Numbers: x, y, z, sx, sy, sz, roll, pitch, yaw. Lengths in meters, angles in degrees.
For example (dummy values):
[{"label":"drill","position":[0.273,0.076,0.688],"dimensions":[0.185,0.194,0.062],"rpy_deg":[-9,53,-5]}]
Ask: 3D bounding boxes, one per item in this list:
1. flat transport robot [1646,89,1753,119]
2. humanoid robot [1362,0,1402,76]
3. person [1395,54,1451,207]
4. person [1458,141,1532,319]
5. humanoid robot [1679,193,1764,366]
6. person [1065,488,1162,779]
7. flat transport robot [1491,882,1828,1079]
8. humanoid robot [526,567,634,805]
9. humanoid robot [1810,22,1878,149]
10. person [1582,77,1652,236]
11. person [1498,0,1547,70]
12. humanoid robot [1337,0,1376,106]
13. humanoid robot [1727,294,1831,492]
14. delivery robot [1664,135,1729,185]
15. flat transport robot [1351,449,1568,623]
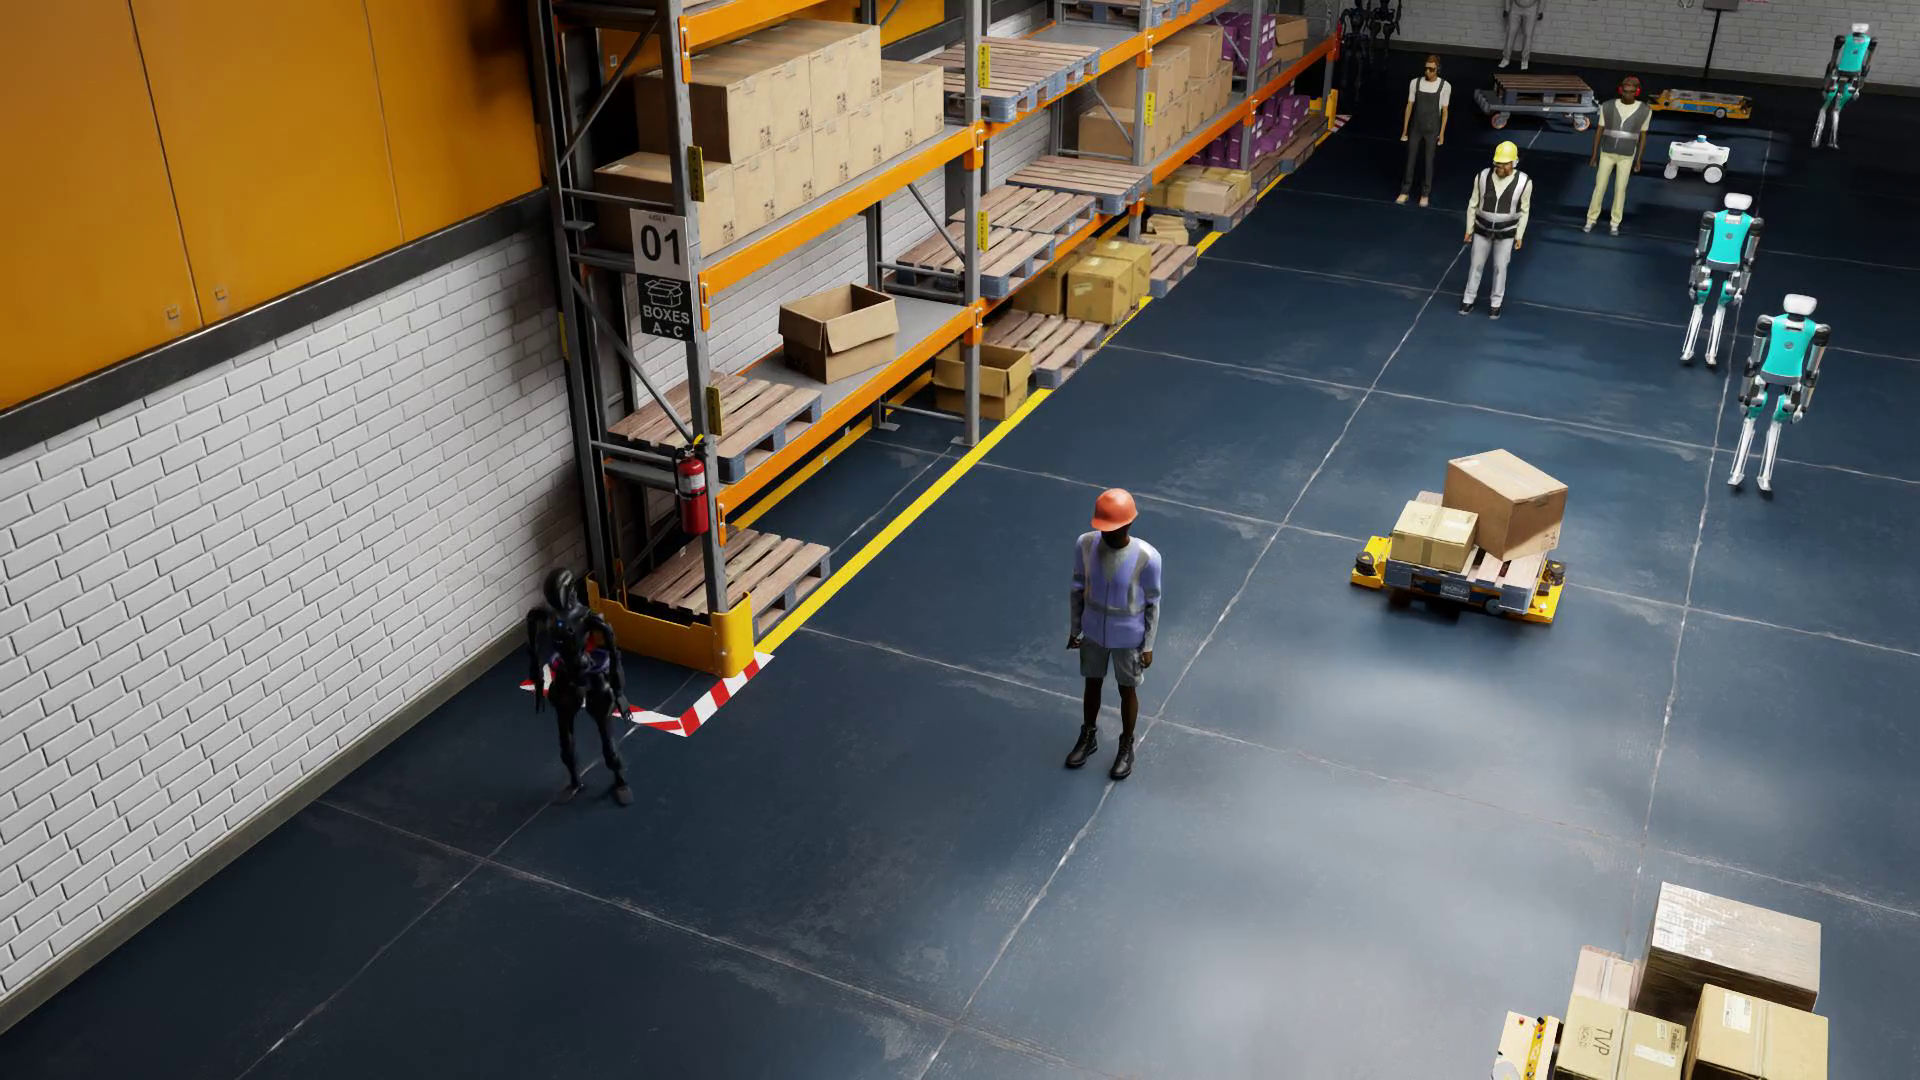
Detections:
[{"label":"flat transport robot","position":[11.016,-6.498,24.777],"dimensions":[1.431,0.231,0.659],"rpy_deg":[13,31,22]},{"label":"humanoid robot","position":[6.774,-8.298,26.619],"dimensions":[0.599,1.655,0.315],"rpy_deg":[13,31,22]},{"label":"person","position":[5.682,-5.014,20.366],"dimensions":[0.514,1.843,0.325],"rpy_deg":[13,31,22]},{"label":"person","position":[5.443,-3.152,16.925],"dimensions":[0.599,1.829,0.404],"rpy_deg":[13,31,22]},{"label":"humanoid robot","position":[7.165,-2.499,15.678],"dimensions":[0.533,1.674,0.735],"rpy_deg":[13,31,22]},{"label":"person","position":[0.900,0.562,9.931],"dimensions":[0.550,1.934,0.372],"rpy_deg":[13,31,22]},{"label":"flat transport robot","position":[3.262,2.645,7.824],"dimensions":[1.431,0.231,0.659],"rpy_deg":[13,31,22]},{"label":"humanoid robot","position":[-2.201,0.850,9.670],"dimensions":[0.613,1.635,0.389],"rpy_deg":[5,29,9]},{"label":"humanoid robot","position":[11.978,-6.201,22.679],"dimensions":[0.531,1.772,0.794],"rpy_deg":[5,29,9]},{"label":"person","position":[7.658,-4.478,19.373],"dimensions":[0.568,1.840,0.373],"rpy_deg":[13,31,22]},{"label":"person","position":[9.150,-8.616,26.981],"dimensions":[0.651,1.905,0.405],"rpy_deg":[13,31,22]},{"label":"humanoid robot","position":[5.914,-7.361,24.881],"dimensions":[0.599,1.655,0.315],"rpy_deg":[13,31,22]},{"label":"humanoid robot","position":[6.534,-1.224,13.314],"dimensions":[0.533,1.674,0.735],"rpy_deg":[13,31,22]},{"label":"delivery robot","position":[9.581,-4.961,21.596],"dimensions":[0.739,0.566,0.499],"rpy_deg":[13,31,22]},{"label":"flat transport robot","position":[3.680,0.247,12.270],"dimensions":[1.431,0.231,0.659],"rpy_deg":[13,31,22]}]
